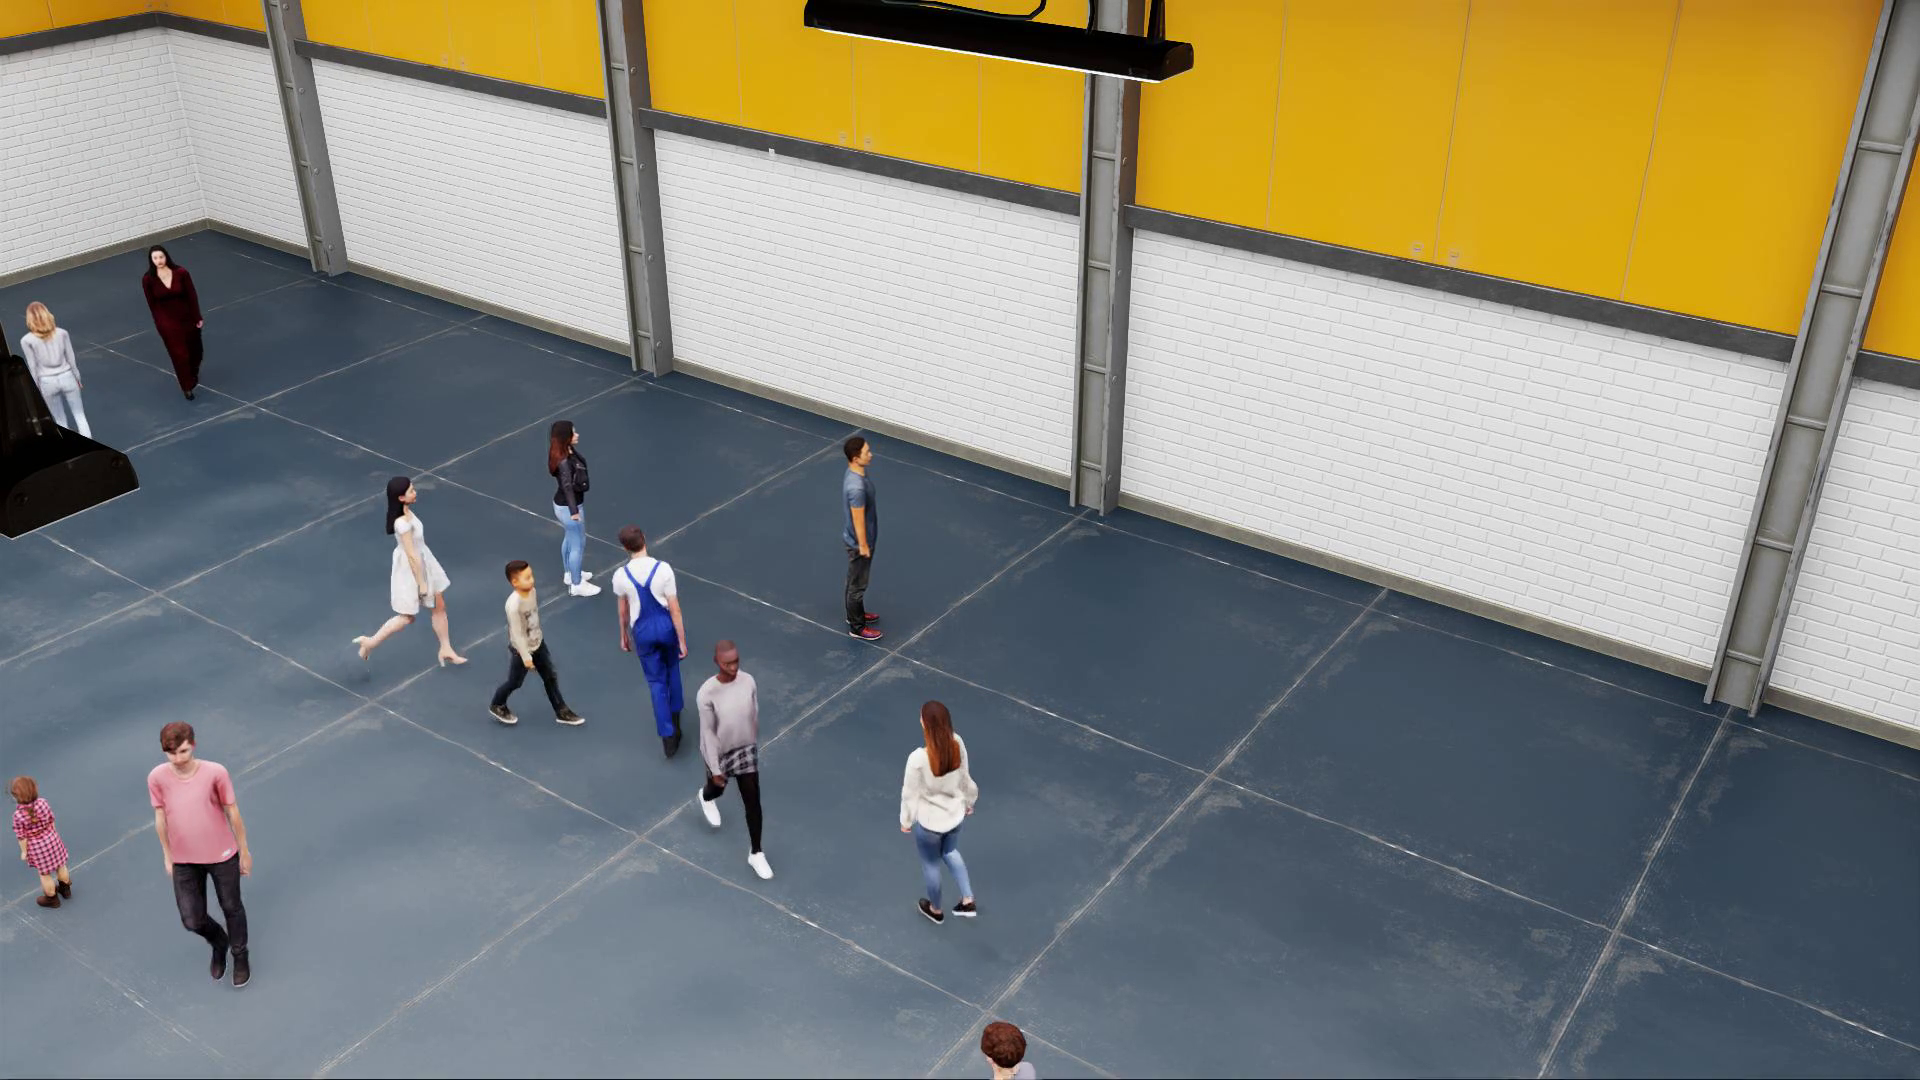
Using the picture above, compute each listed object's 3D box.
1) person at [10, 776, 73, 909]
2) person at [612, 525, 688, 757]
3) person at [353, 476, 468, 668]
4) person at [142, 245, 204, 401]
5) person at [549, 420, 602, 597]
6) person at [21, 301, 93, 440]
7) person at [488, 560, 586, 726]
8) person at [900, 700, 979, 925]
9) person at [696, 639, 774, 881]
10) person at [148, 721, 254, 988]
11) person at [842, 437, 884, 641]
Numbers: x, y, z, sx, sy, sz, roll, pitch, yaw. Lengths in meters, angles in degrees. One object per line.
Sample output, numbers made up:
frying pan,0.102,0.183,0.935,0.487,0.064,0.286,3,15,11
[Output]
person,-6.128,1.998,11.066,0.472,1.022,0.452,13,31,23
person,-2.270,0.773,12.495,0.954,1.805,1.009,1,29,2
person,-4.481,0.331,13.368,1.095,1.745,1.091,-8,30,-14
person,-8.722,-2.473,18.530,0.930,1.724,1.159,-17,33,-28
person,-3.434,-0.300,14.644,0.792,1.632,0.703,-10,30,-17
person,-9.075,-1.544,16.757,0.680,1.792,0.735,-22,35,-34
person,-3.398,0.819,12.785,1.043,1.445,0.733,8,30,15
person,-0.084,1.823,10.705,0.760,1.676,0.803,-23,36,-35
person,-1.630,1.419,11.384,0.958,1.734,1.260,-15,32,-26
person,-4.661,1.889,10.300,0.788,1.948,0.832,-8,30,-14
person,-0.856,-0.038,13.976,0.761,1.810,0.733,-1,29,-2
